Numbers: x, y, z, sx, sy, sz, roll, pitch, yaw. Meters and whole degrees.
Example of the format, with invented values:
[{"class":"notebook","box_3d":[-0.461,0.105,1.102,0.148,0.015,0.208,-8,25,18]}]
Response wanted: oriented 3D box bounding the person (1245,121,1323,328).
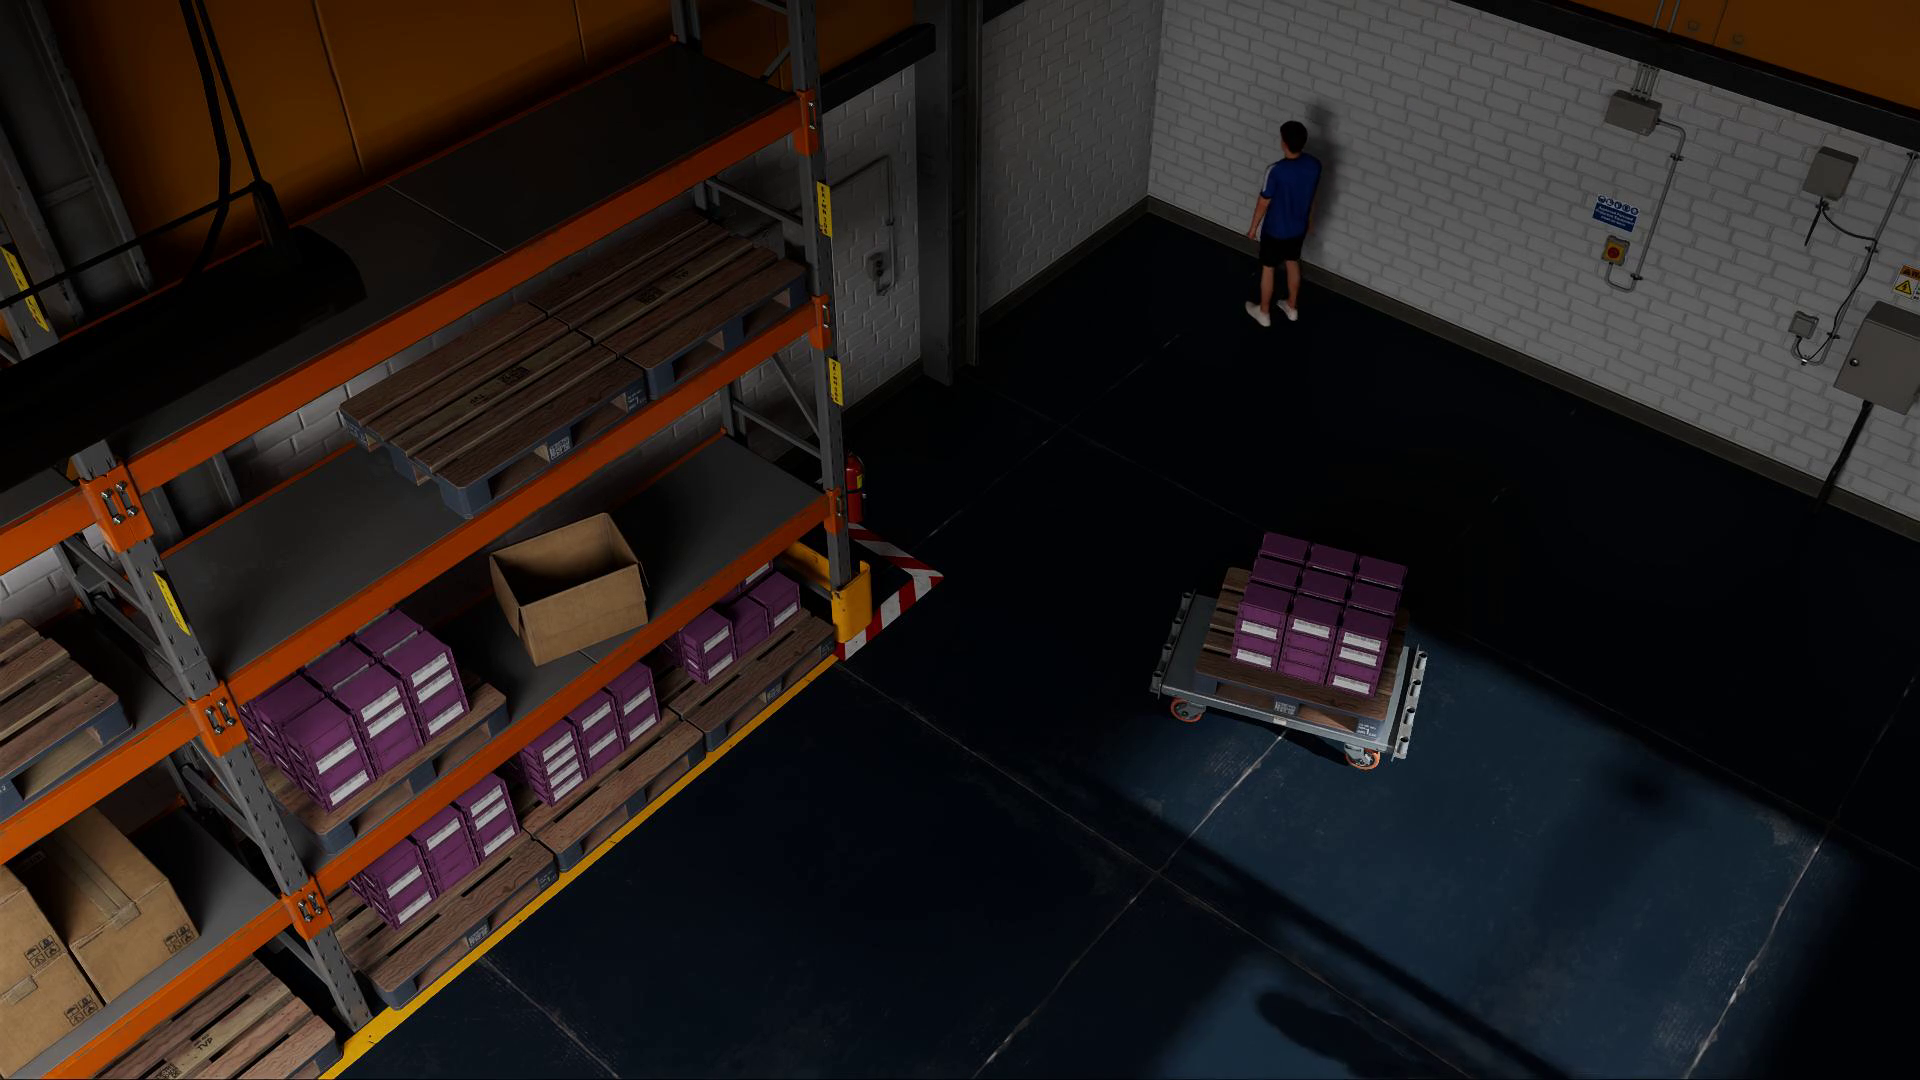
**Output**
[{"class":"person","box_3d":[2.660,-2.530,13.498,0.734,1.860,0.863,-15,46,-15]}]
